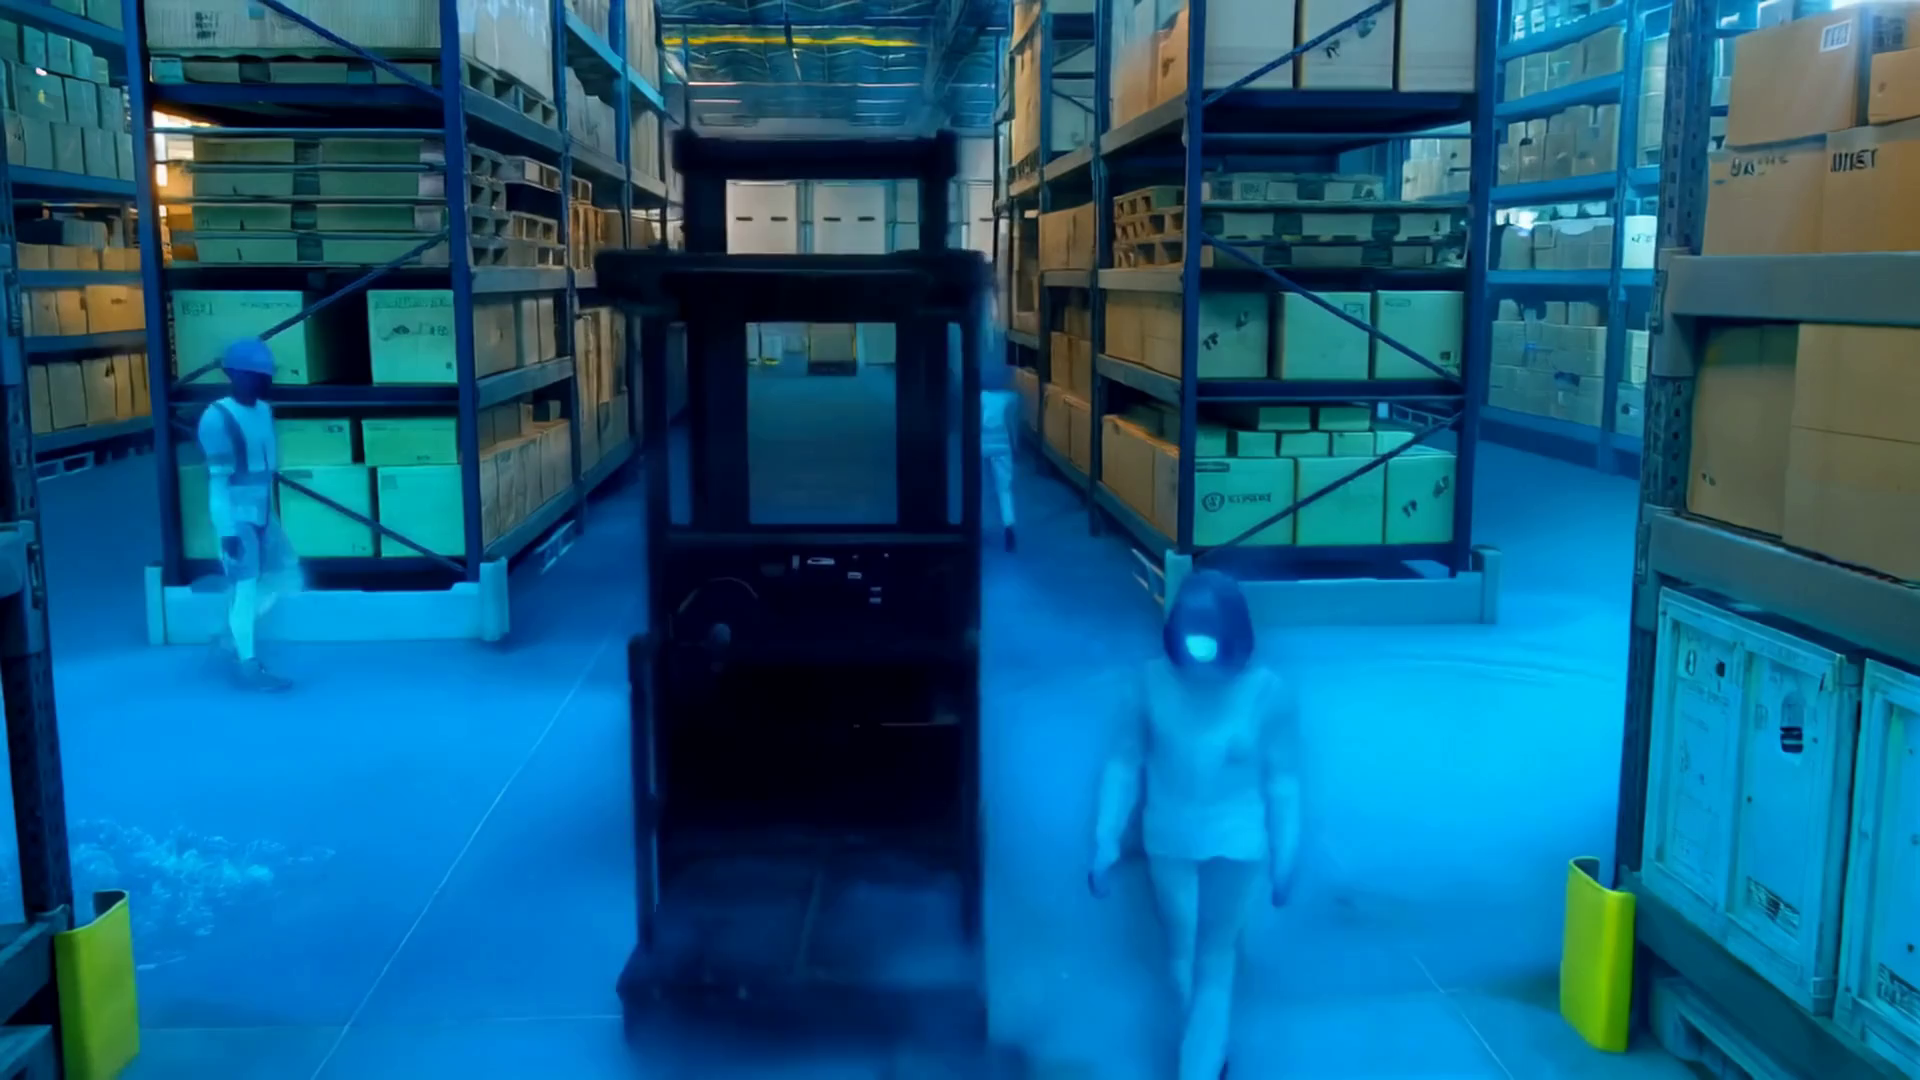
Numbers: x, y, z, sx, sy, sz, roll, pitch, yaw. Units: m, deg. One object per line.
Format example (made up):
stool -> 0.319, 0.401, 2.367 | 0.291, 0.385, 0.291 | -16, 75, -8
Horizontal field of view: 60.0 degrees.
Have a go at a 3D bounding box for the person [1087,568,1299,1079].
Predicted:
person -> 0.618, 0.866, 4.452 | 0.508, 1.584, 0.888 | 5, 10, 30

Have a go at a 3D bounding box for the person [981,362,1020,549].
person -> 0.288, -0.738, 14.440 | 0.519, 1.608, 0.762 | -1, 9, -8

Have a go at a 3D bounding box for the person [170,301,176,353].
person -> -23.649, -6.623, 50.519 | 0.619, 1.893, 0.643 | 2, 9, 10

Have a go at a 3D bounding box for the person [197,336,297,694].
person -> -4.012, -0.131, 9.341 | 0.529, 2.020, 0.605 | 2, 9, 12

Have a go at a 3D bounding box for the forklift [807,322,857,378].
forklift -> -2.942, -5.145, 38.138 | 1.129, 2.768, 1.873 | -1, 9, -4

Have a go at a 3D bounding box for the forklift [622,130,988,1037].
forklift -> -0.472, 0.010, 5.770 | 1.129, 2.768, 1.873 | 0, 9, 0
